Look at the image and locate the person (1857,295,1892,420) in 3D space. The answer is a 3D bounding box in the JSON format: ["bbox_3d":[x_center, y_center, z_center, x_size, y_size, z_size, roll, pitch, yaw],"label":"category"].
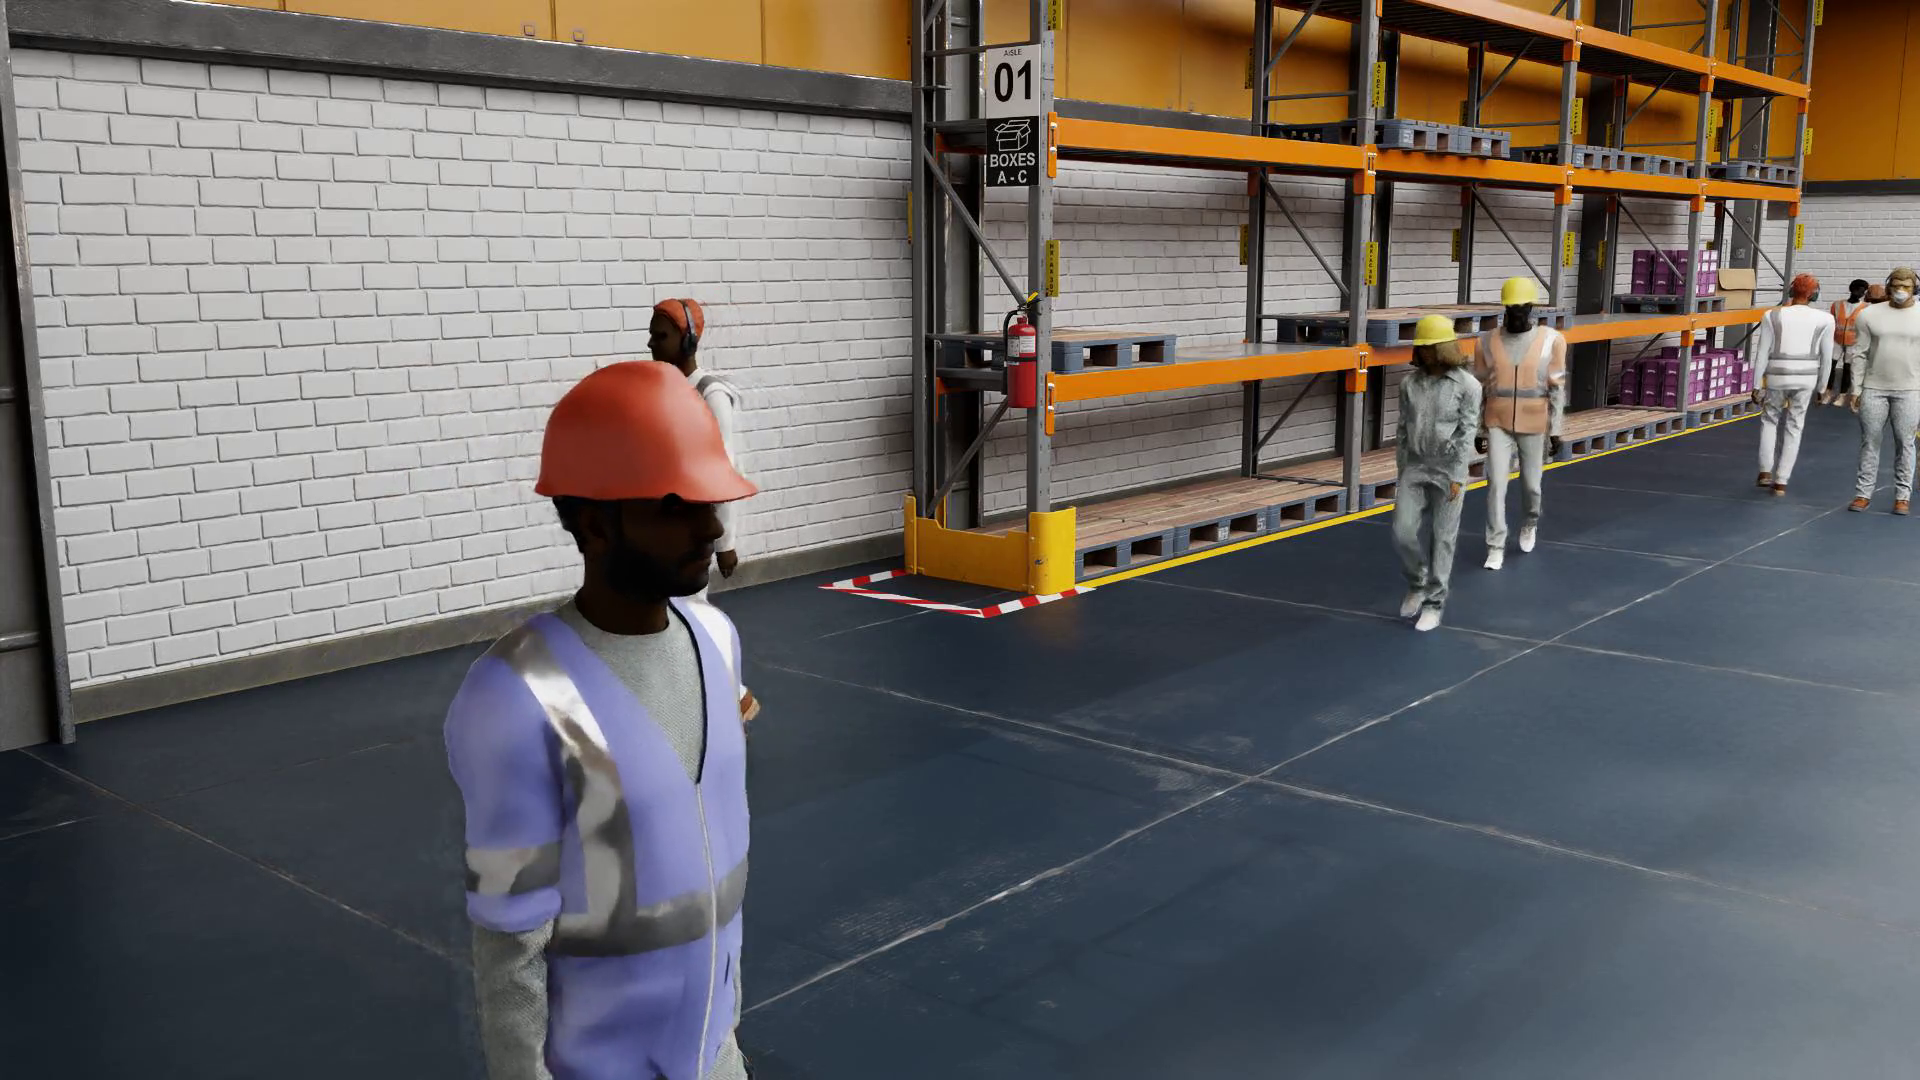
[{"bbox_3d":[11.290,-2.261,20.279,0.505,1.598,0.775,-4,11,-19],"label":"person"}]

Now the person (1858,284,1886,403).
[{"bbox_3d":[12.016,-2.570,21.931,0.515,1.600,0.727,1,10,7],"label":"person"}]

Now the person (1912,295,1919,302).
[{"bbox_3d":[12.018,-2.454,20.724,0.523,1.803,1.033,1,10,4],"label":"person"}]

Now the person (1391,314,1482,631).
[{"bbox_3d":[2.557,-0.353,9.003,0.483,1.724,0.365,8,13,38],"label":"person"}]

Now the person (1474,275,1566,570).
[{"bbox_3d":[3.665,-0.785,10.940,0.583,1.904,0.789,4,11,23],"label":"person"}]

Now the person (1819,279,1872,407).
[{"bbox_3d":[11.539,-2.558,21.665,0.555,1.669,0.534,8,13,39],"label":"person"}]

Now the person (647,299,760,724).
[{"bbox_3d":[-1.127,-0.044,6.798,0.409,1.869,0.572,-6,12,-30],"label":"person"}]

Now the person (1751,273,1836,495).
[{"bbox_3d":[7.015,-1.315,14.053,0.593,1.866,0.558,4,11,22],"label":"person"}]

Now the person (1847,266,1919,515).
[{"bbox_3d":[7.297,-1.166,13.013,0.635,1.936,0.361,8,13,38],"label":"person"}]

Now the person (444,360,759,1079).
[{"bbox_3d":[-0.539,0.697,2.433,0.585,1.926,0.543,6,11,29],"label":"person"}]

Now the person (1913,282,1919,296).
[{"bbox_3d":[12.936,-2.736,22.357,0.586,1.797,0.667,9,13,42],"label":"person"}]
